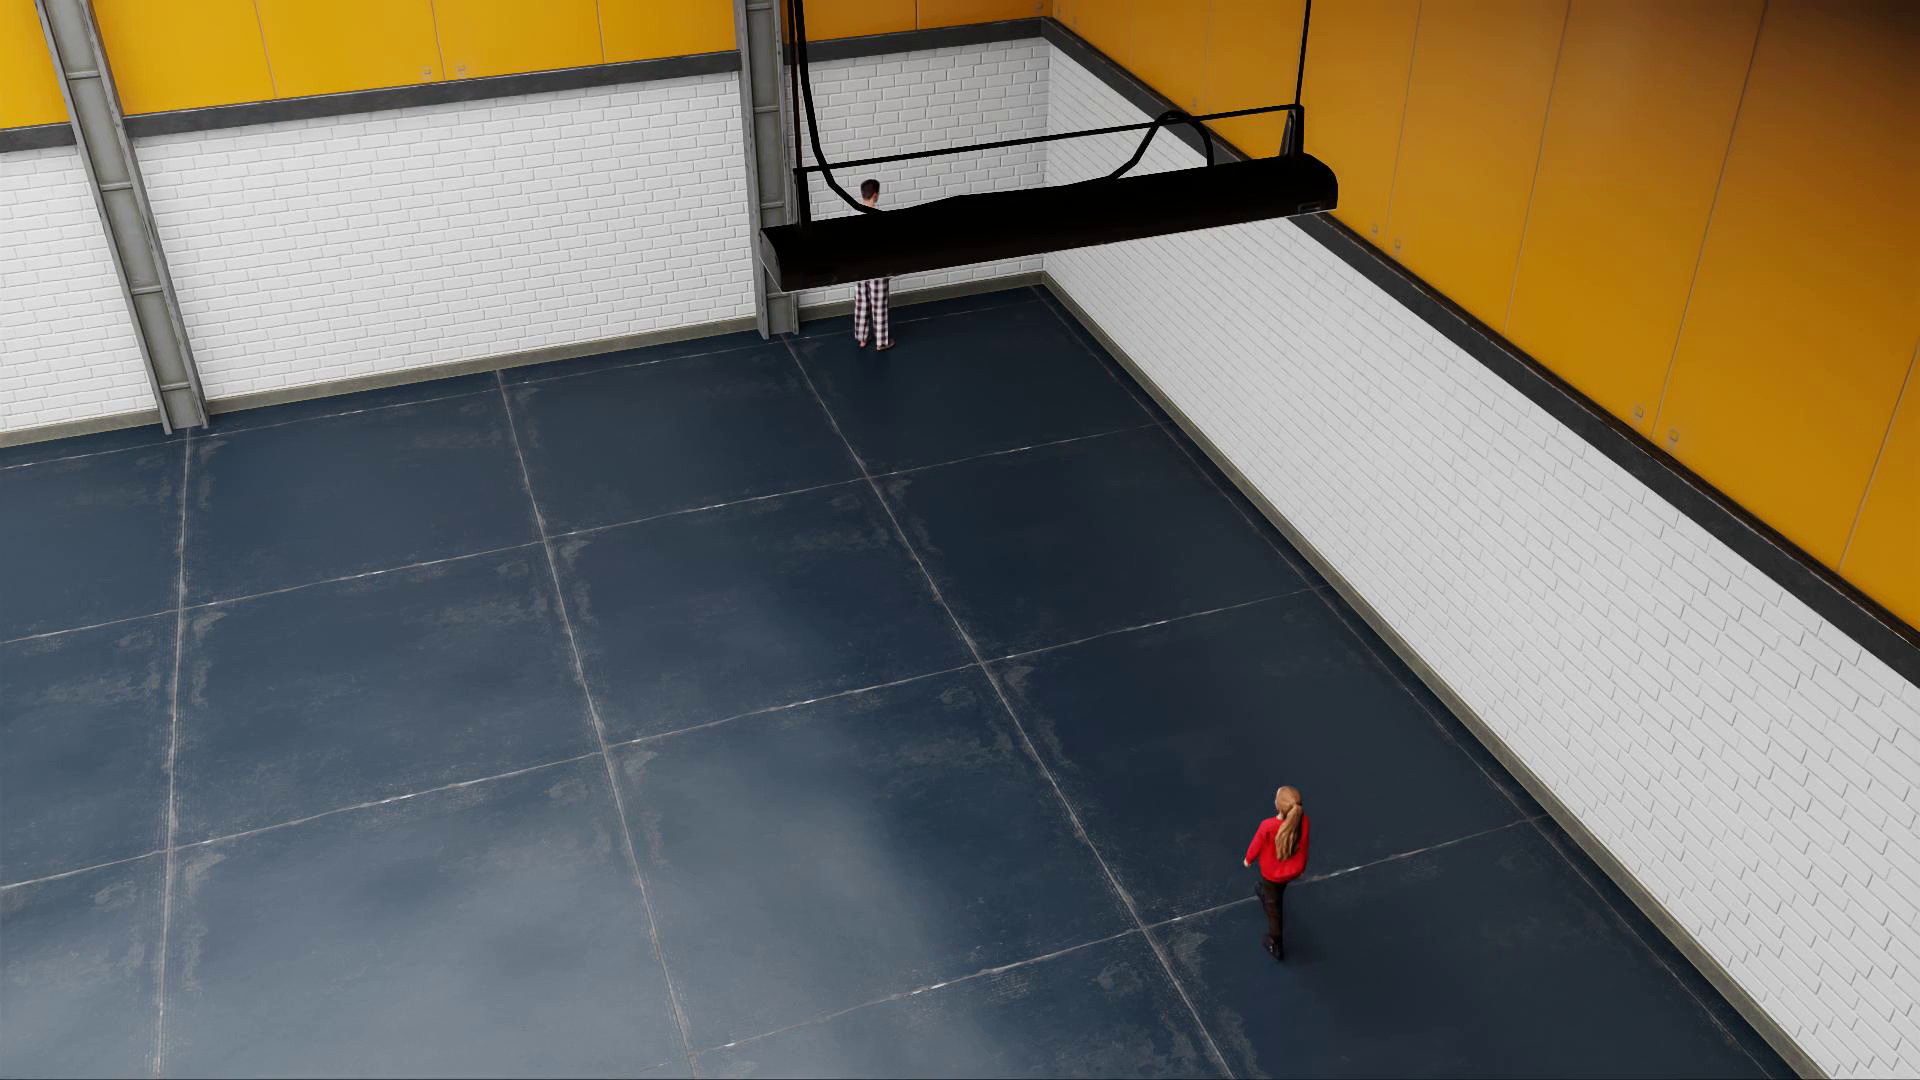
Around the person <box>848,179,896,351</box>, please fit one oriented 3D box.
[{"bbox_3d":[-0.929,-2.858,17.306,0.699,1.845,0.748,16,37,23],"label":"person"}]

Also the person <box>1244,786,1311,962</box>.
[{"bbox_3d":[2.018,2.095,10.384,0.754,1.258,0.574,-9,35,-14],"label":"person"}]
